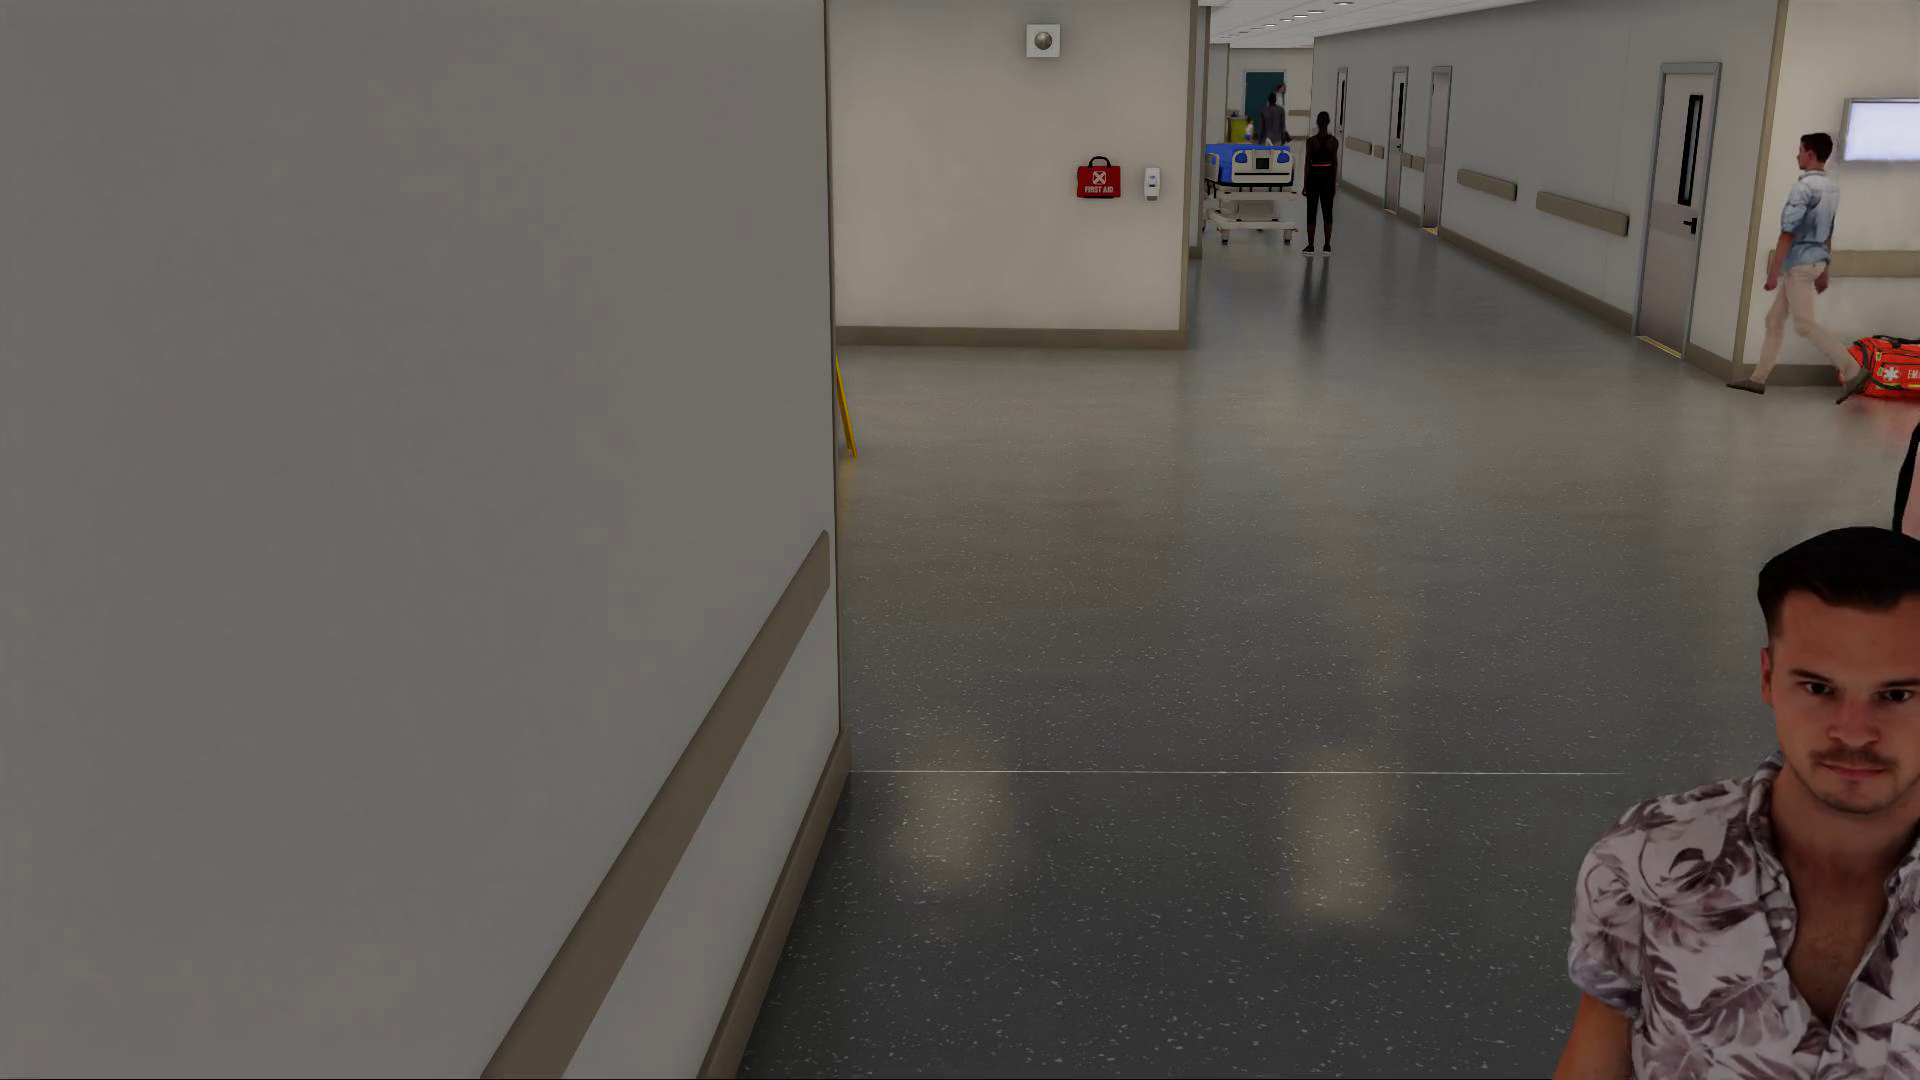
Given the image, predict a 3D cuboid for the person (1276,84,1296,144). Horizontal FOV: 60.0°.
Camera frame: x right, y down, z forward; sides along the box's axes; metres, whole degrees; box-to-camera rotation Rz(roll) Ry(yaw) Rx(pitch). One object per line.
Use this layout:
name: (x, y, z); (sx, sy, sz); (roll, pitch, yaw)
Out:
person: (9.971, -13.478, 52.732); (1.241, 1.807, 0.817); (4, 16, 13)

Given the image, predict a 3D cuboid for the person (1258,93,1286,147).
person: (6.221, -7.998, 33.264); (0.786, 1.824, 0.834); (4, 16, 15)

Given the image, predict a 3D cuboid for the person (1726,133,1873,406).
person: (5.889, -1.837, 11.444); (1.183, 1.804, 1.268); (-14, 21, -41)

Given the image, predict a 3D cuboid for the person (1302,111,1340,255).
person: (4.550, -4.510, 21.001); (0.501, 1.763, 0.666); (0, 16, -2)

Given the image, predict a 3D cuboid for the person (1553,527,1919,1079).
person: (0.939, 0.844, 1.947); (0.840, 1.798, 0.880); (8, 18, 26)

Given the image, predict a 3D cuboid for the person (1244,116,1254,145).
person: (8.141, -11.468, 47.069); (0.711, 1.011, 0.651); (-13, 20, -38)
